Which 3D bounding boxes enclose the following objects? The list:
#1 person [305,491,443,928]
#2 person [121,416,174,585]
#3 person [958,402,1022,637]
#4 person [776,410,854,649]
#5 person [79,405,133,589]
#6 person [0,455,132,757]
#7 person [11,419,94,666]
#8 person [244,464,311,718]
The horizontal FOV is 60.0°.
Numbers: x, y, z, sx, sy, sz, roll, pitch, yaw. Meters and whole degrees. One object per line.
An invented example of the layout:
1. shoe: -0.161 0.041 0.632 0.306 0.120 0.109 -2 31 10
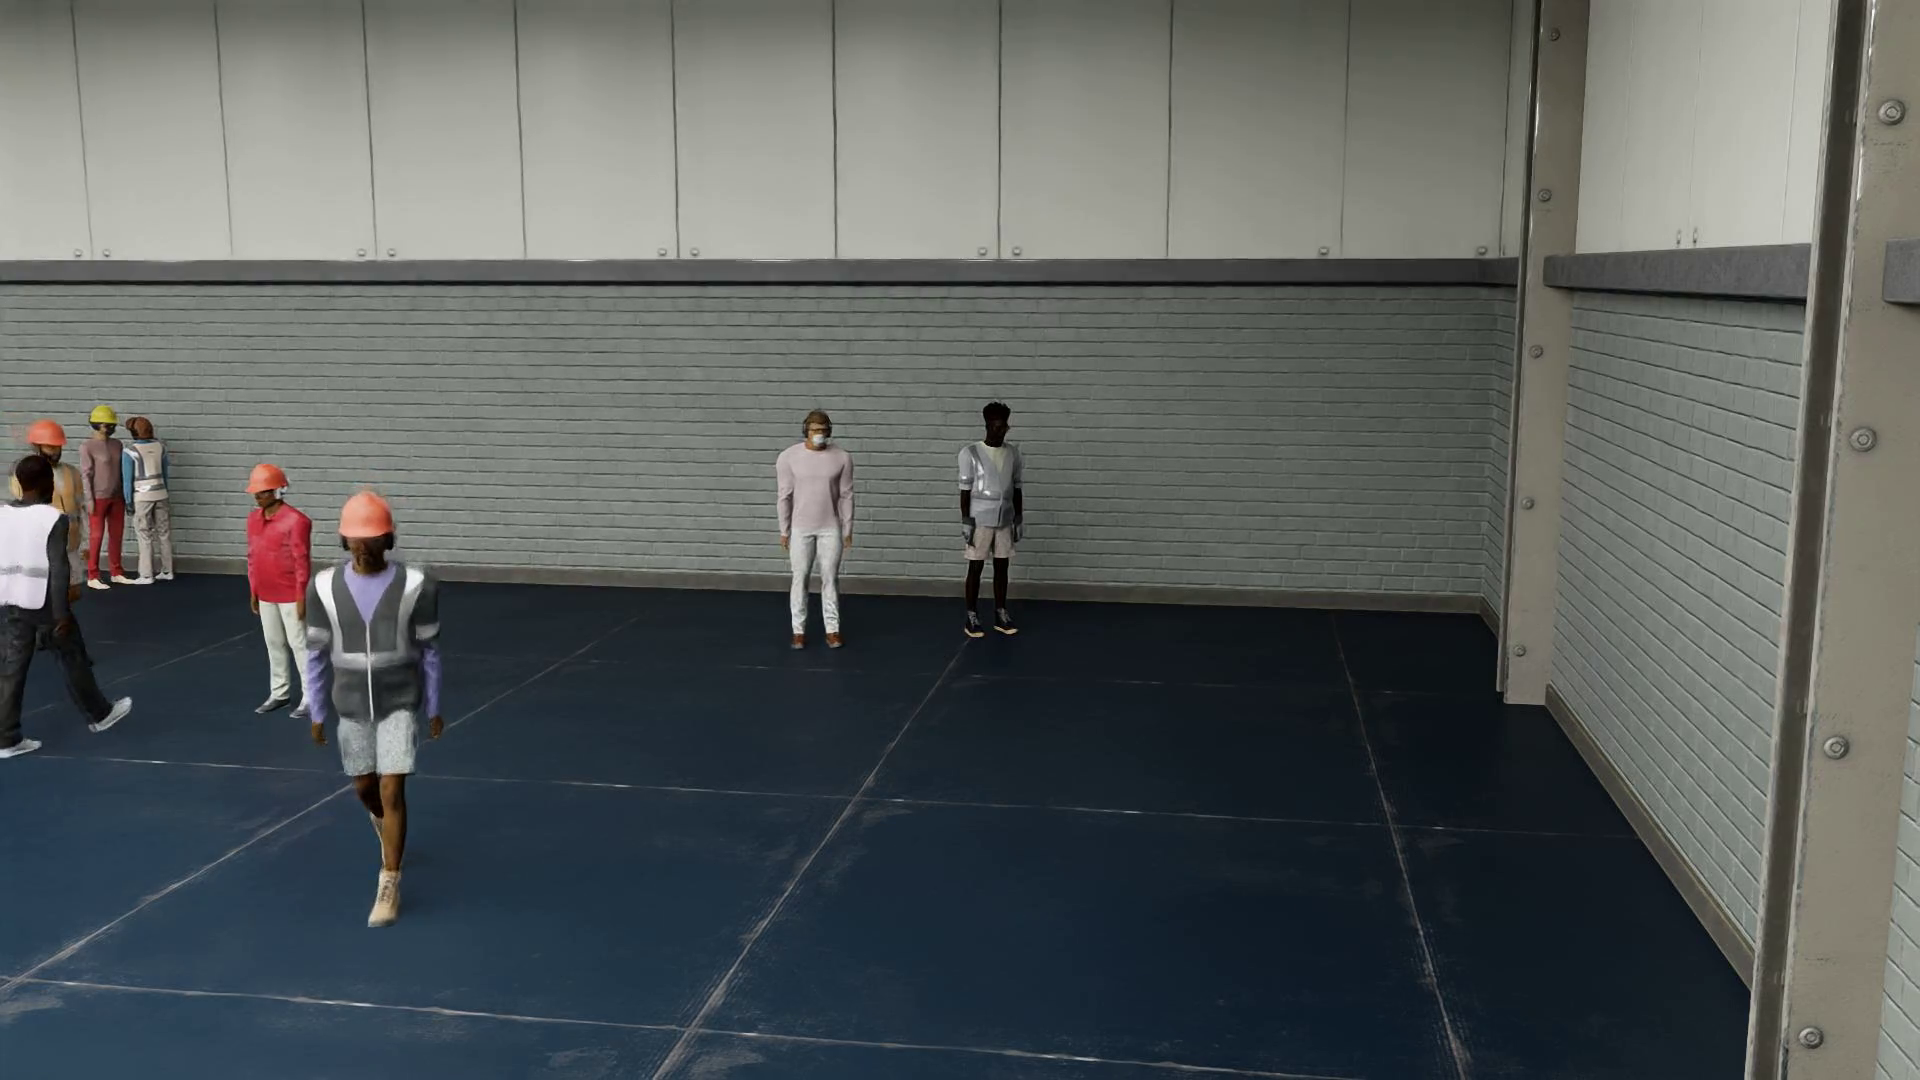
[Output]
1. person: -2.790 0.747 7.987 0.615 2.018 0.916 -1 9 -8
2. person: -7.870 -0.383 16.121 0.315 1.629 0.523 4 10 23
3. person: 0.265 -0.172 13.822 0.606 1.959 0.376 -5 10 -28
4. person: -1.153 -0.082 13.356 0.624 1.933 0.375 -2 9 -14
5. person: -8.154 -0.409 15.906 0.350 1.761 0.524 3 10 17
6. person: -5.832 0.388 10.626 0.618 1.863 0.986 3 10 17
7. person: -7.002 0.016 12.793 0.744 1.916 0.553 5 10 27
8. person: -4.641 0.344 11.305 0.559 1.742 0.360 5 10 27
